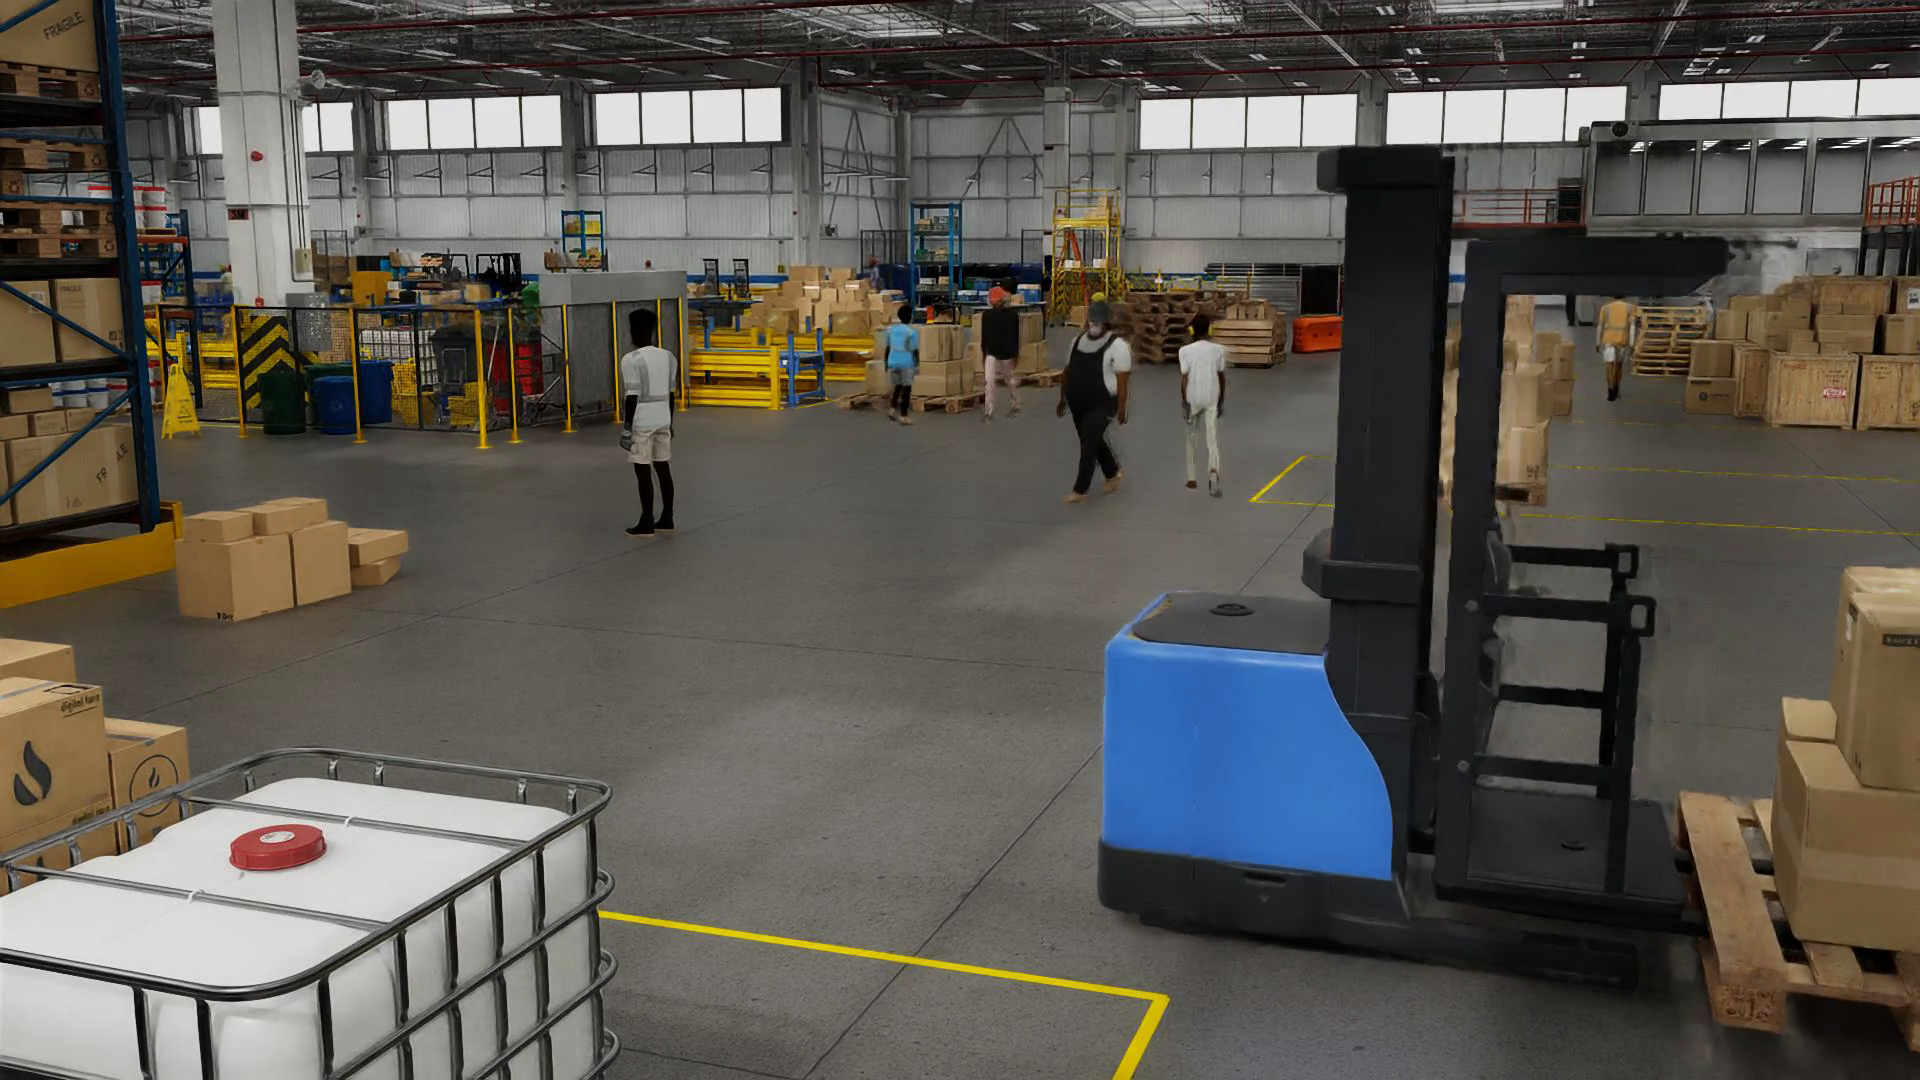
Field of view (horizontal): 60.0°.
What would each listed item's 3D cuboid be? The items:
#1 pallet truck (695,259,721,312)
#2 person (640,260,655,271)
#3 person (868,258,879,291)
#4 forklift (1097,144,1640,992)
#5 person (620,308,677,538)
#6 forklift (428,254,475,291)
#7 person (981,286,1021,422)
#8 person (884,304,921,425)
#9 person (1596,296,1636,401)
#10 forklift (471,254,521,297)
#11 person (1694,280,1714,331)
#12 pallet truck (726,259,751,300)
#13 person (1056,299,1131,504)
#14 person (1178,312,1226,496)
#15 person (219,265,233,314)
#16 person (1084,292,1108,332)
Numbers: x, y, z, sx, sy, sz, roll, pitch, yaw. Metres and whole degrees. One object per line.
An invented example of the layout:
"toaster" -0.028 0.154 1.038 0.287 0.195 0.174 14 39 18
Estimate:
"pallet truck" -9.165 -9.627 62.776 0.823 1.965 1.885 4 11 23
"person" -11.888 -9.728 63.598 0.640 1.909 0.409 1 10 4
"person" -3.237 -9.522 62.118 0.443 2.020 0.646 -5 11 -24
"forklift" 1.538 -0.001 6.077 1.873 2.768 1.129 3 11 19
"person" -2.683 -0.999 14.276 0.361 1.962 0.618 6 12 31
"forklift" -20.133 -10.254 65.465 1.157 1.987 2.680 3 11 19
"person" 0.606 -2.672 23.804 0.627 1.937 1.033 4 11 23
"person" -0.797 -2.434 23.147 0.560 1.676 0.368 5 11 28
"person" 10.631 -3.217 26.995 0.567 1.882 0.978 3 11 17
"forklift" -17.990 -10.121 64.684 1.157 1.987 2.680 3 11 17
"person" 21.728 -6.971 48.230 0.797 1.854 0.581 3 11 17
"pallet truck" -7.986 -9.493 62.019 0.823 1.965 1.885 3 11 17
"person" 1.372 -1.412 16.391 0.992 2.000 0.692 -9 13 -41
"person" 2.456 -1.376 16.788 0.510 1.836 0.874 0 10 2
"person" -26.553 -9.101 60.377 0.408 1.807 0.693 5 11 25
"person" 2.137 -2.983 26.011 0.331 1.768 0.527 -5 11 -26
